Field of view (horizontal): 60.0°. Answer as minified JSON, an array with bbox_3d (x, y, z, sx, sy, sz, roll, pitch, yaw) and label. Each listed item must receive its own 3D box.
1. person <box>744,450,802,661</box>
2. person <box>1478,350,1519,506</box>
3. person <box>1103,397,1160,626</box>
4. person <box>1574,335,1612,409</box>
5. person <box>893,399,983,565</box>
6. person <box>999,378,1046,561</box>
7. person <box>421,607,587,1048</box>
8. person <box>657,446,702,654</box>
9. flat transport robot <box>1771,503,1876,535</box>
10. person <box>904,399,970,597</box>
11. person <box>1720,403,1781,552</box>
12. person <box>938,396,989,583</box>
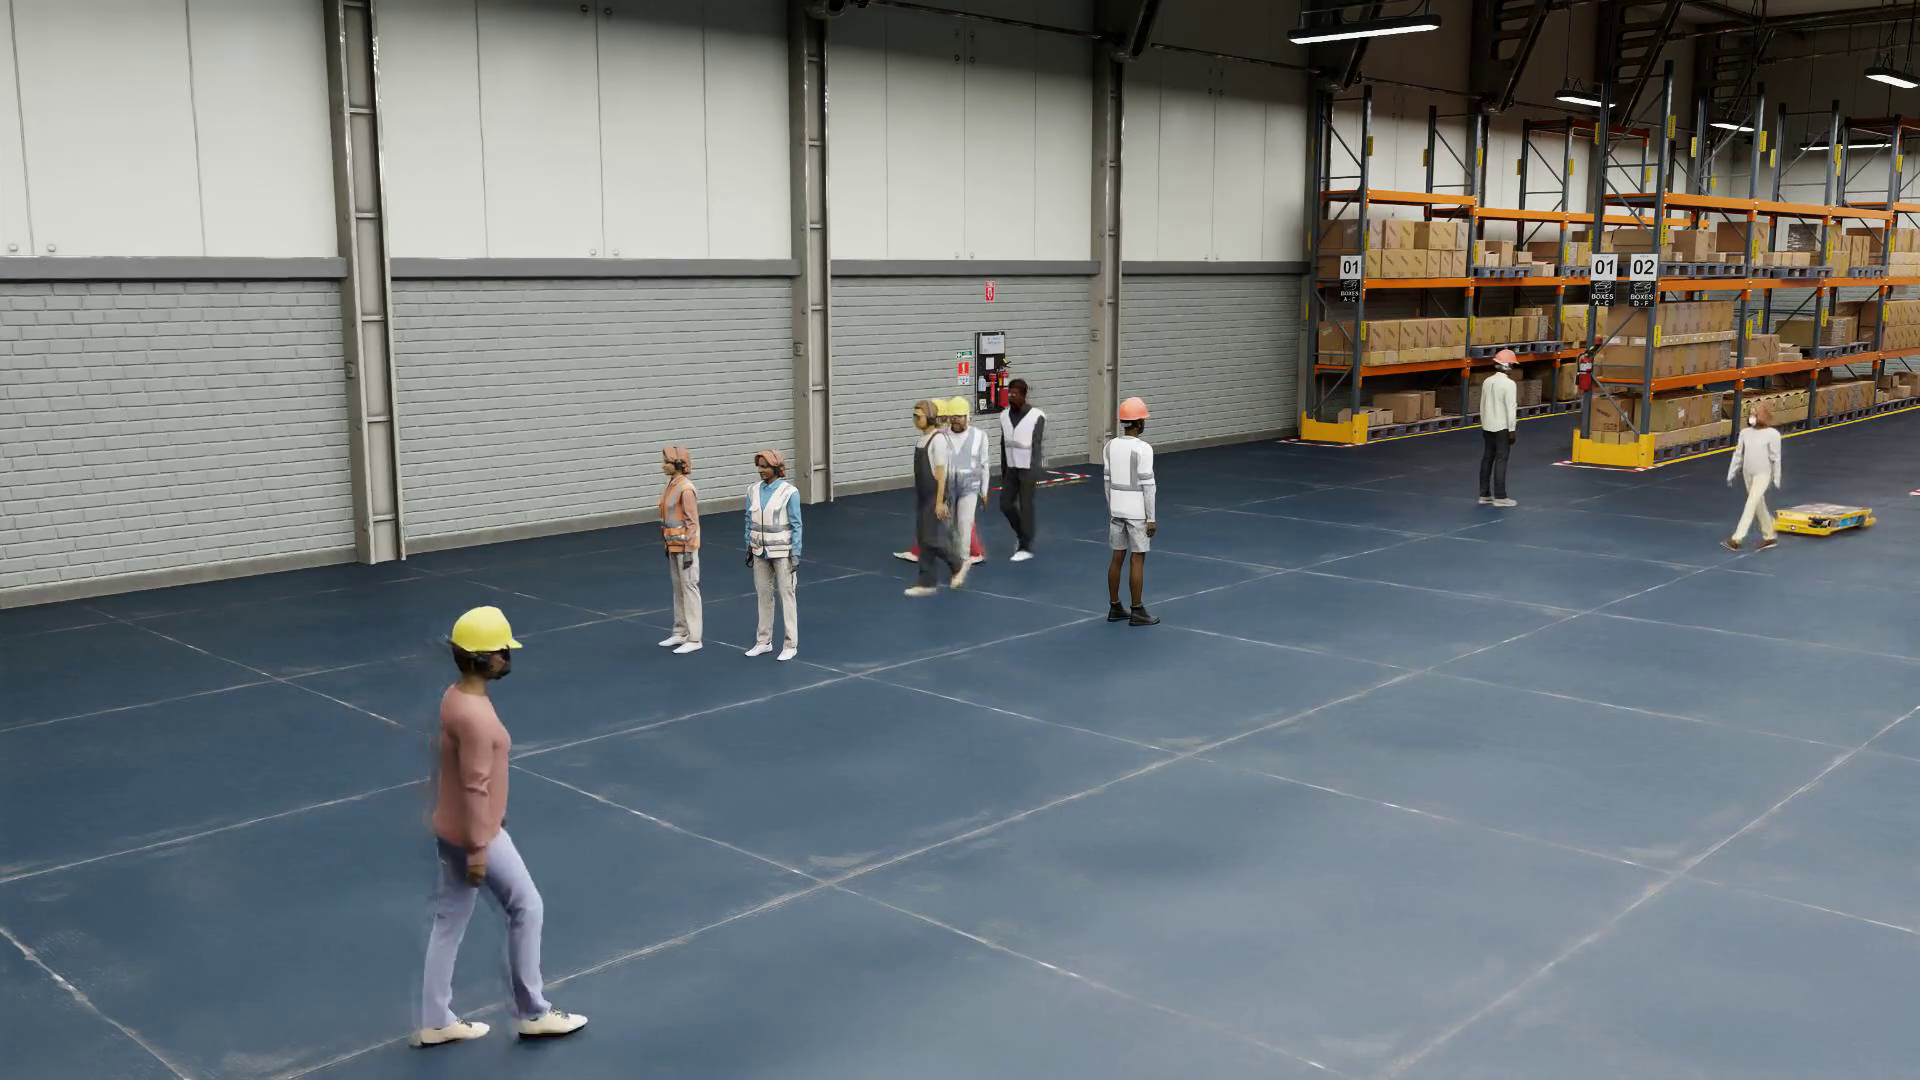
[{"bbox_3d":[-1.448,0.115,12.871,0.523,1.639,0.309,6,11,31],"label":"person"},{"bbox_3d":[6.884,-1.428,21.207,0.392,1.990,0.614,-3,10,-19],"label":"person"},{"bbox_3d":[1.460,-0.240,14.120,0.354,1.942,0.545,-8,12,-40],"label":"person"},{"bbox_3d":[10.845,-2.560,28.434,0.573,1.879,0.998,7,12,37],"label":"person"},{"bbox_3d":[-0.186,-0.575,16.868,0.916,1.706,0.543,-2,10,-13],"label":"person"},{"bbox_3d":[0.636,-0.725,17.228,0.591,1.900,0.441,8,12,39],"label":"person"},{"bbox_3d":[-1.788,1.115,6.472,0.739,1.740,0.544,-5,11,-30],"label":"person"},{"bbox_3d":[-2.202,0.073,13.122,0.314,1.641,0.515,-5,10,-27],"label":"person"},{"bbox_3d":[9.992,-0.256,19.292,1.431,0.197,0.652,-8,12,-39],"label":"flat transport robot"},{"bbox_3d":[-0.237,-0.378,15.293,0.535,1.835,0.537,-4,10,-25],"label":"person"},{"bbox_3d":[8.489,-0.672,17.818,0.868,1.580,0.524,-4,10,-21],"label":"person"},{"bbox_3d":[-0.019,-0.519,16.273,0.603,1.799,0.882,1,9,8],"label":"person"}]
